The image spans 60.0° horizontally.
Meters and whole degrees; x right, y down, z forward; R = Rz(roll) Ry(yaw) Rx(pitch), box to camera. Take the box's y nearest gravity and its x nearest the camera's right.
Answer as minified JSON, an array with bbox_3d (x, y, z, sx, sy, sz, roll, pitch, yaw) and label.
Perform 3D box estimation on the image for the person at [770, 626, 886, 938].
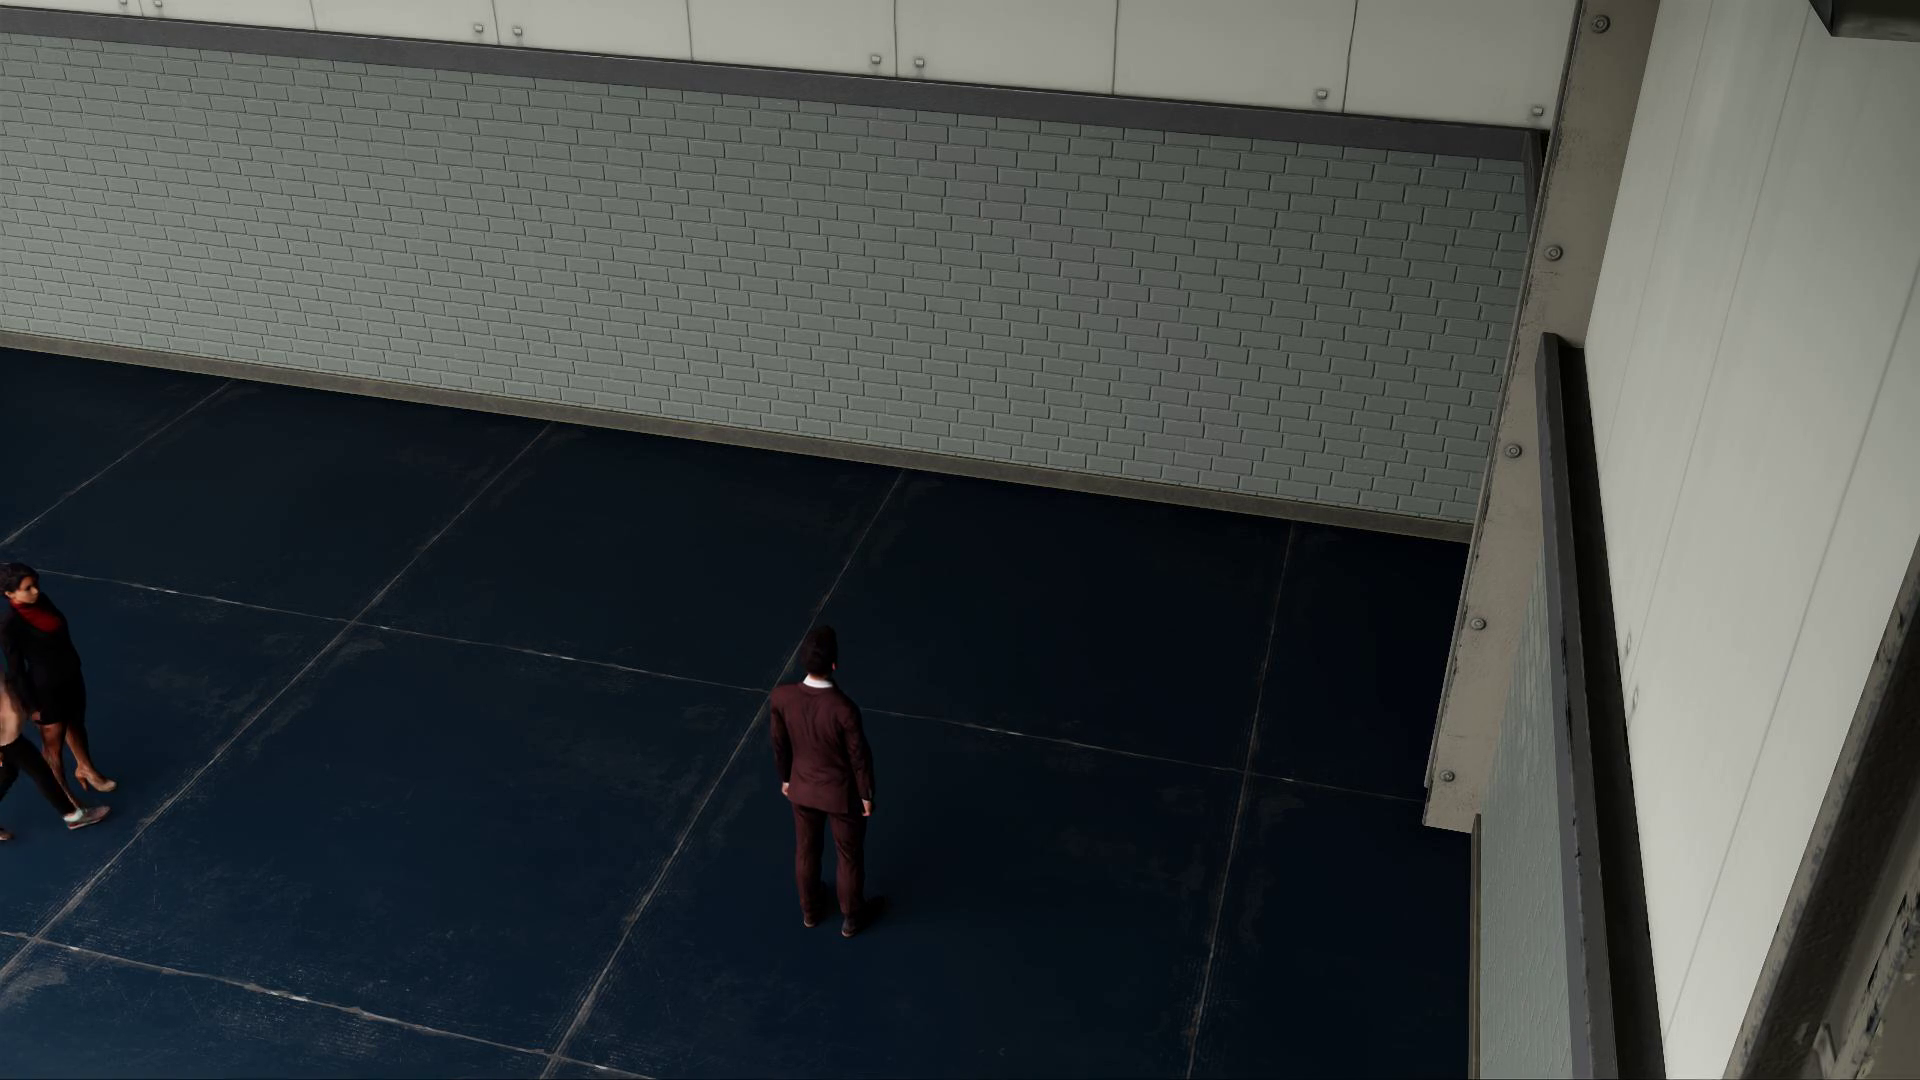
[{"bbox_3d":[-0.669,1.233,8.362,0.693,1.866,0.611,11,34,17],"label":"person"}]

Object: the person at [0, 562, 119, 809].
[{"bbox_3d":[-5.028,0.825,9.220,0.665,1.640,0.570,4,32,6],"label":"person"}]

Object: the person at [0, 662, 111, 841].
[{"bbox_3d":[-5.255,1.056,9.024,0.991,1.458,0.954,-15,35,-23],"label":"person"}]
